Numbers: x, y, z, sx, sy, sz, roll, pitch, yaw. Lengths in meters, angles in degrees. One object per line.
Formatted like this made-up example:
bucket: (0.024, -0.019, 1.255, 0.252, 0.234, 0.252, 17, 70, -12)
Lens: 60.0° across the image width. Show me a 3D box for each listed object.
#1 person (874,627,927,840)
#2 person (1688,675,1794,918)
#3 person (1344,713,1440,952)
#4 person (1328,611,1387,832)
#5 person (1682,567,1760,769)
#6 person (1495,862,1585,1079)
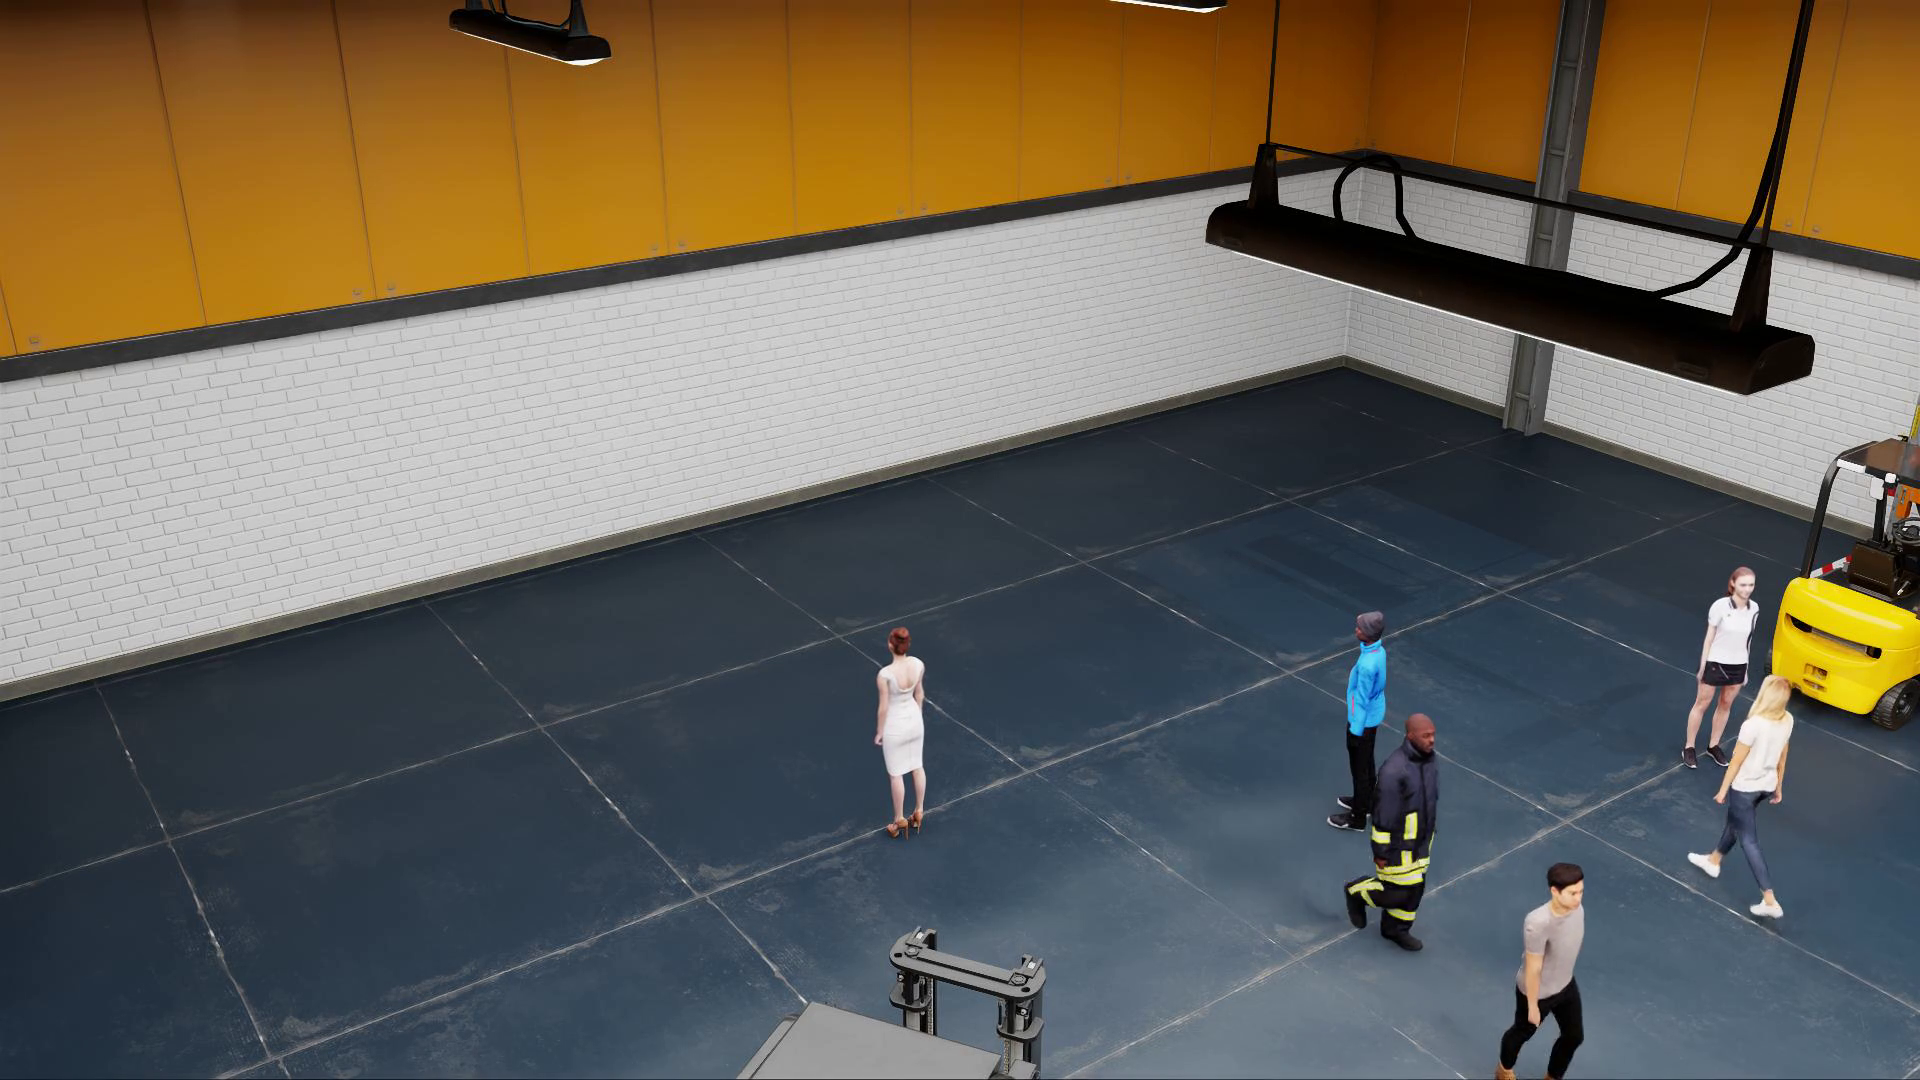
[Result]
person: (-0.432, 1.438, 12.492, 0.568, 1.791, 0.468, -15, 28, -31)
person: (5.623, 1.809, 11.664, 0.778, 1.773, 1.185, -10, 25, -21)
person: (2.940, 1.949, 11.297, 0.759, 1.810, 0.887, -18, 29, -35)
person: (3.092, 1.364, 12.654, 0.706, 1.796, 0.687, 10, 25, 21)
person: (6.194, 1.021, 13.493, 0.664, 1.752, 0.700, -1, 24, -3)
person: (3.437, 2.604, 9.932, 0.654, 1.705, 0.769, -13, 27, -27)
